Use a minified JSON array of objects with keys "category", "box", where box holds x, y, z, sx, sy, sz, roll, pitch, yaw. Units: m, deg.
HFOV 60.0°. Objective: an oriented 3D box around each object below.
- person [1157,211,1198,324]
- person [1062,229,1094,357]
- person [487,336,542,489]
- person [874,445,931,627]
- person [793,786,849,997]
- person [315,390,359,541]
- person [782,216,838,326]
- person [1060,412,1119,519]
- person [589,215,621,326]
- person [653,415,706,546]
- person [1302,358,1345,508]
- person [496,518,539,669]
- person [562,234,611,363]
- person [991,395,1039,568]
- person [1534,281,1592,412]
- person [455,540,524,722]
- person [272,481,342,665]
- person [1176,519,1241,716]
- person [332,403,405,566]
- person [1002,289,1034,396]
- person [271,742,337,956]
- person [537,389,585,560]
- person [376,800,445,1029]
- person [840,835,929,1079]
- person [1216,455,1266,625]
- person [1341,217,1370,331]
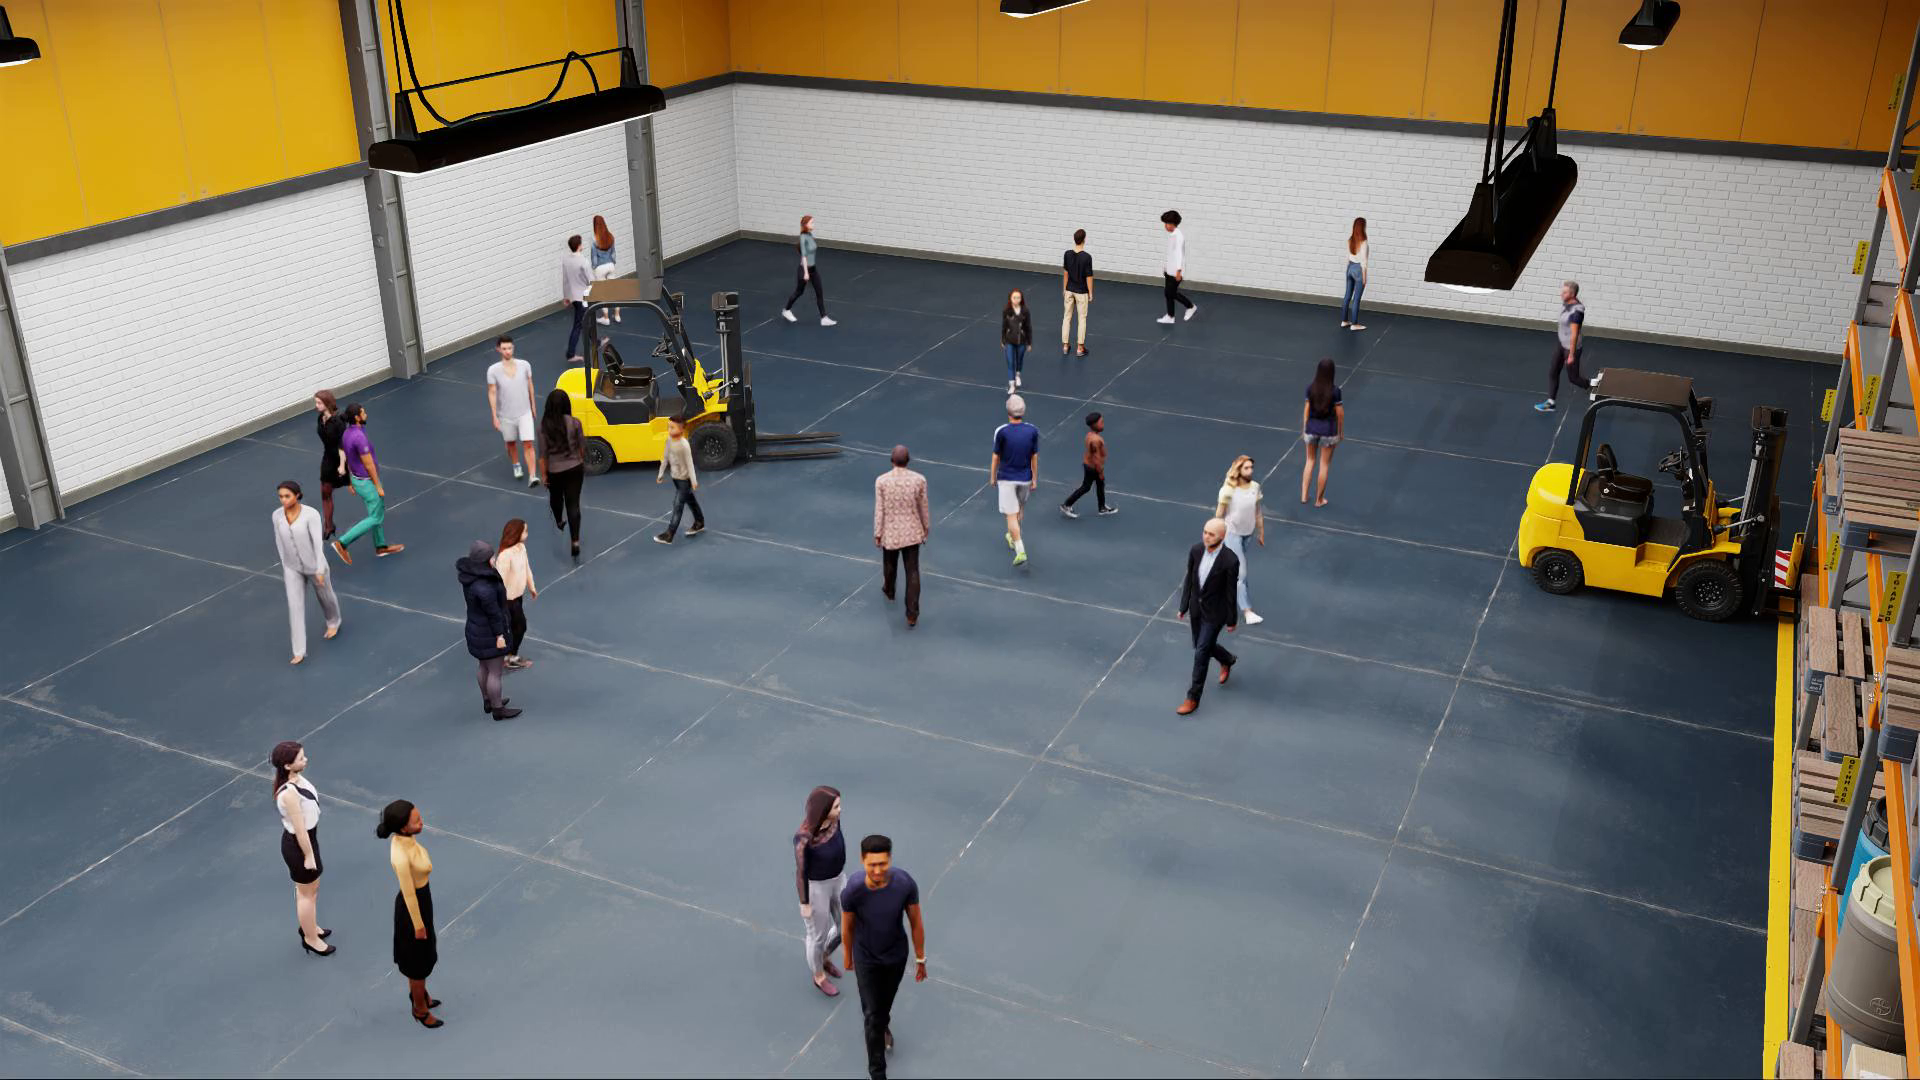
[{"category":"person","box":[3.423,-4.225,25.864,0.979,1.790,0.949,-3,24,-6]},{"category":"person","box":[1.715,-3.640,24.446,0.636,1.854,0.549,12,27,26]},{"category":"person","box":[-5.298,-1.533,19.691,1.214,1.801,1.245,-10,25,-21]},{"category":"person","box":[-0.555,-0.008,16.254,1.097,1.759,1.281,-2,24,-6]},{"category":"person","box":[-0.964,2.321,11.128,0.725,1.598,0.568,15,28,31]},{"category":"person","box":[-6.751,-0.853,18.306,0.636,1.664,1.042,13,27,27]},{"category":"person","box":[-2.442,-4.155,25.813,0.695,1.702,1.110,9,25,19]},{"category":"person","box":[1.435,-0.830,18.785,0.813,1.238,0.904,0,24,1]},{"category":"person","box":[-5.545,-4.220,25.964,0.738,1.700,0.565,21,31,40]},{"category":"person","box":[-2.974,-0.689,18.218,1.040,1.434,0.810,-20,31,-38]},{"category":"person","box":[4.116,-1.207,18.990,0.616,1.765,0.594,14,27,28]},{"category":"person","box":[-4.202,0.527,15.423,0.738,1.445,0.629,7,24,15]},{"category":"person","box":[-5.560,-3.451,24.083,0.870,1.798,1.261,17,29,34]},{"category":"person","box":[0.606,-0.600,17.554,1.145,1.803,1.242,-8,25,-17]},{"category":"person","box":[8.139,-2.511,21.947,1.078,1.787,1.173,0,24,1]},{"category":"person","box":[-4.138,0.783,14.553,0.809,1.673,0.785,-16,29,-33]},{"category":"person","box":[-6.172,0.228,15.792,0.984,1.697,1.218,-1,24,-3]},{"category":"person","box":[2.251,0.618,14.801,1.249,1.776,0.973,-21,31,-39]},{"category":"person","box":[-6.350,-0.564,17.538,1.096,1.750,0.920,-17,29,-33]},{"category":"person","box":[0.777,-2.755,22.941,0.840,1.437,1.078,0,24,0]},{"category":"person","box":[-4.556,2.126,11.512,0.678,1.647,0.634,-11,26,-23]},{"category":"person","box":[-4.195,-0.647,17.694,1.147,1.776,1.278,-6,24,-14]},{"category":"person","box":[-3.551,2.421,10.827,0.731,1.655,0.662,-7,25,-15]},{"category":"person","box":[-0.495,2.552,10.425,1.058,1.738,1.205,-4,24,-10]},{"category":"person","box":[2.680,-0.056,16.446,1.076,1.693,1.048,-14,27,-28]},{"category":"person","box":[6.116,-4.127,25.716,0.686,1.728,0.650,-12,26,-25]}]
